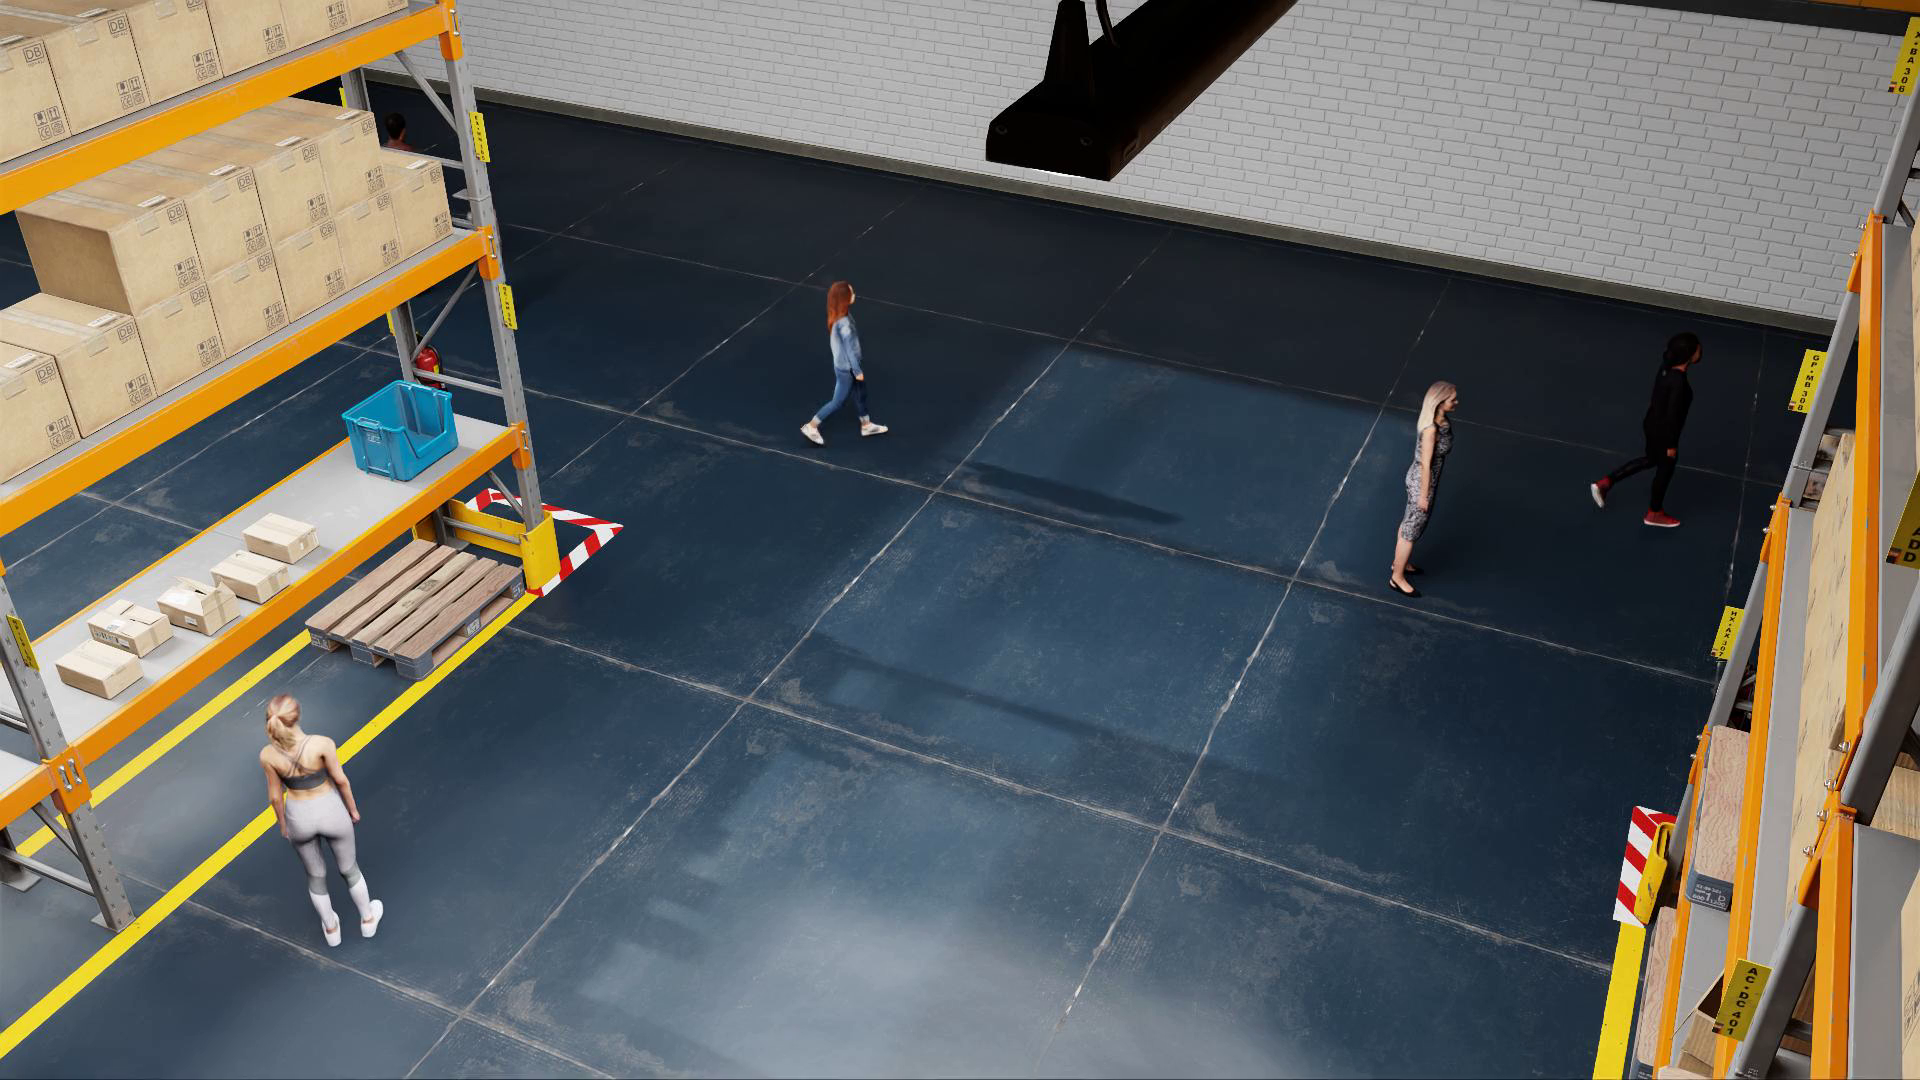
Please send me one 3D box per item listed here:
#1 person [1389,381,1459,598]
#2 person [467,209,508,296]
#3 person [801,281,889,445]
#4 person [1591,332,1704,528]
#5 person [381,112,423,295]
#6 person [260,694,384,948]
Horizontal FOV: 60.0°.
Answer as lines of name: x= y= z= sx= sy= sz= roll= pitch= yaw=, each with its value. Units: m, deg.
person: x=3.359 y=-0.405 z=12.101 sx=0.645 sy=1.703 sz=0.454 roll=11 pitch=35 yaw=16
person: x=-4.625 y=-2.886 z=16.302 sx=0.764 sy=1.184 sz=0.764 roll=-20 pitch=39 yaw=-28
person: x=-1.020 y=-1.445 z=13.892 sx=0.952 sy=1.452 sz=0.993 roll=-4 pitch=34 yaw=-6
person: x=5.338 y=-0.839 z=12.793 sx=0.862 sy=1.659 sz=0.970 roll=4 pitch=34 yaw=6
person: x=-5.472 y=-3.271 z=16.384 sx=1.042 sy=1.735 sz=1.159 roll=-8 pitch=34 yaw=-11
person: x=-3.545 y=1.545 z=9.166 sx=0.640 sy=1.704 sz=0.688 roll=-9 pitch=35 yaw=-14
